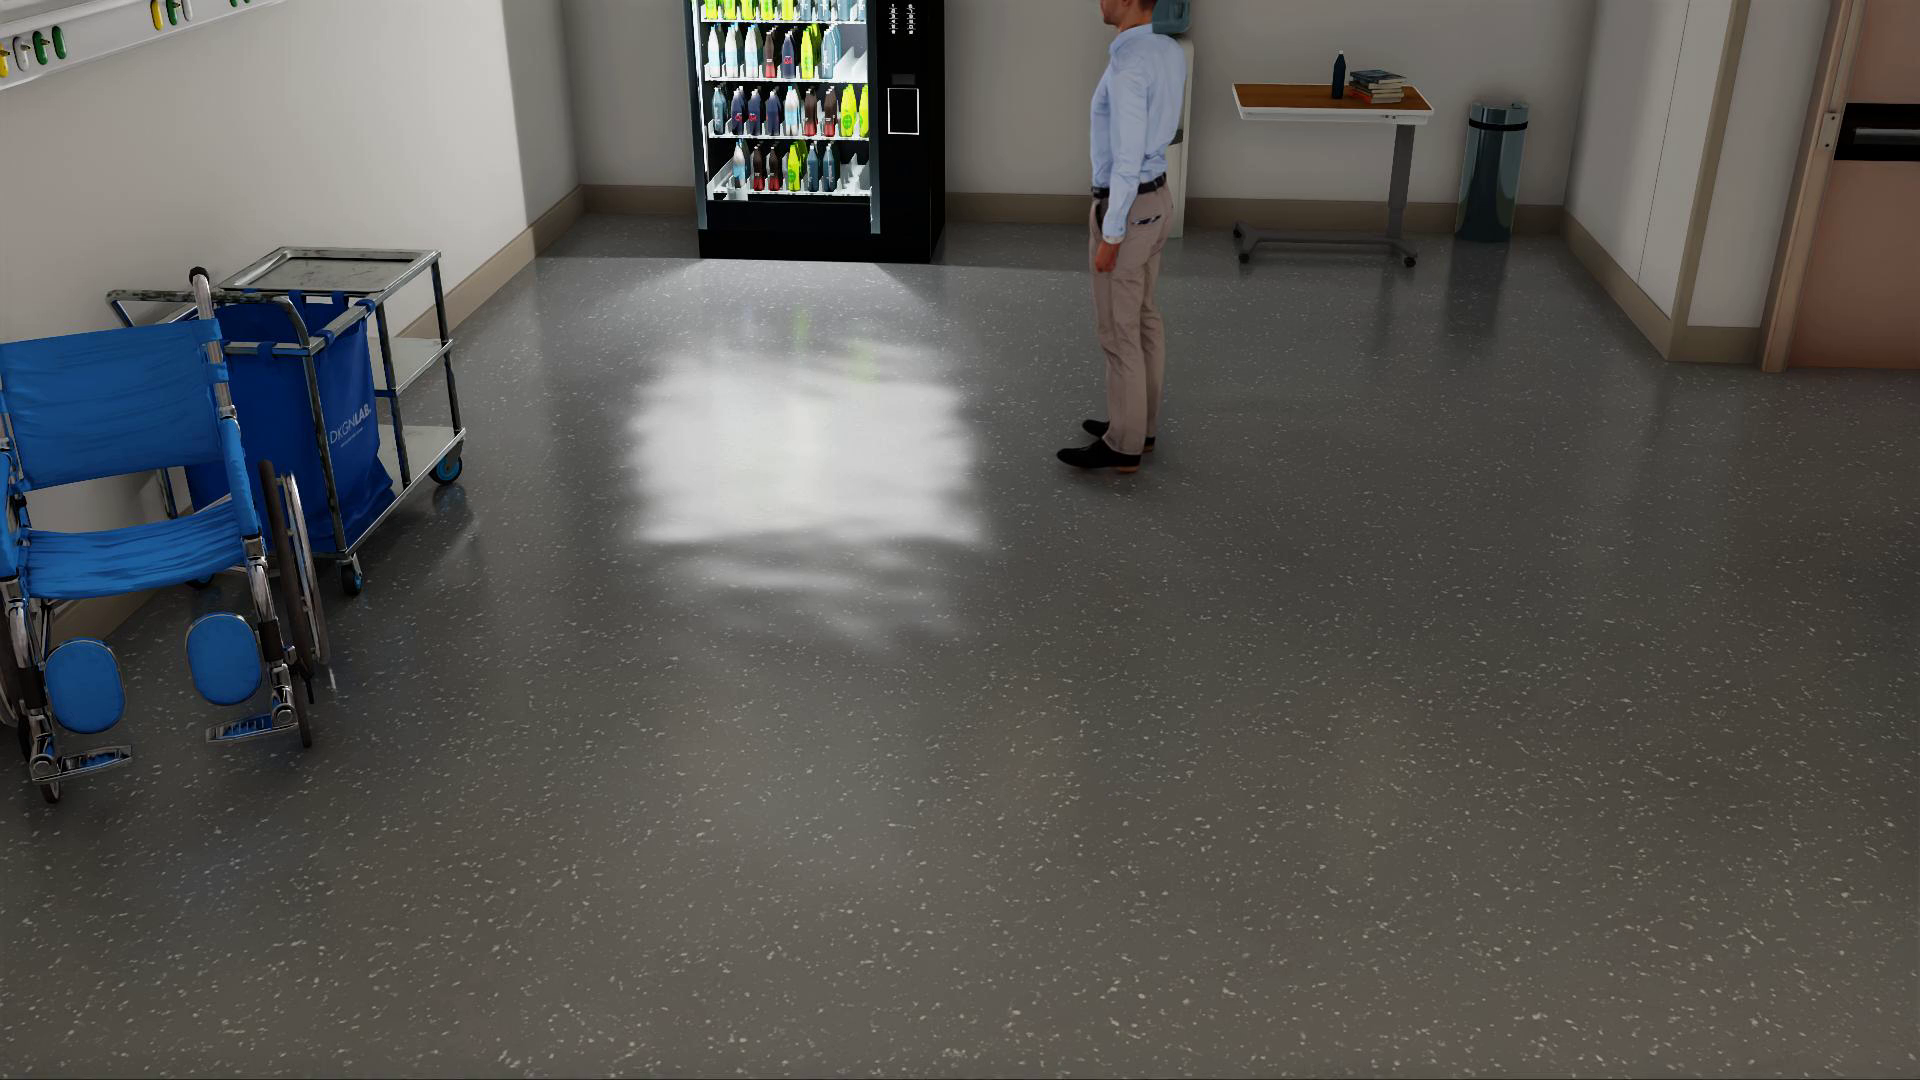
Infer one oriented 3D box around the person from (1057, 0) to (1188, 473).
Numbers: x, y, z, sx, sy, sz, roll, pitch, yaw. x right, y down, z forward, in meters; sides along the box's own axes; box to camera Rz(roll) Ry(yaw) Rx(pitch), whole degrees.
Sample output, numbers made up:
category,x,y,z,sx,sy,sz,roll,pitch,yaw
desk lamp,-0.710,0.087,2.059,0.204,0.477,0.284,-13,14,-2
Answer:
category,x,y,z,sx,sy,sz,roll,pitch,yaw
person,0.596,-1.140,5.898,0.692,1.846,0.717,10,28,20
